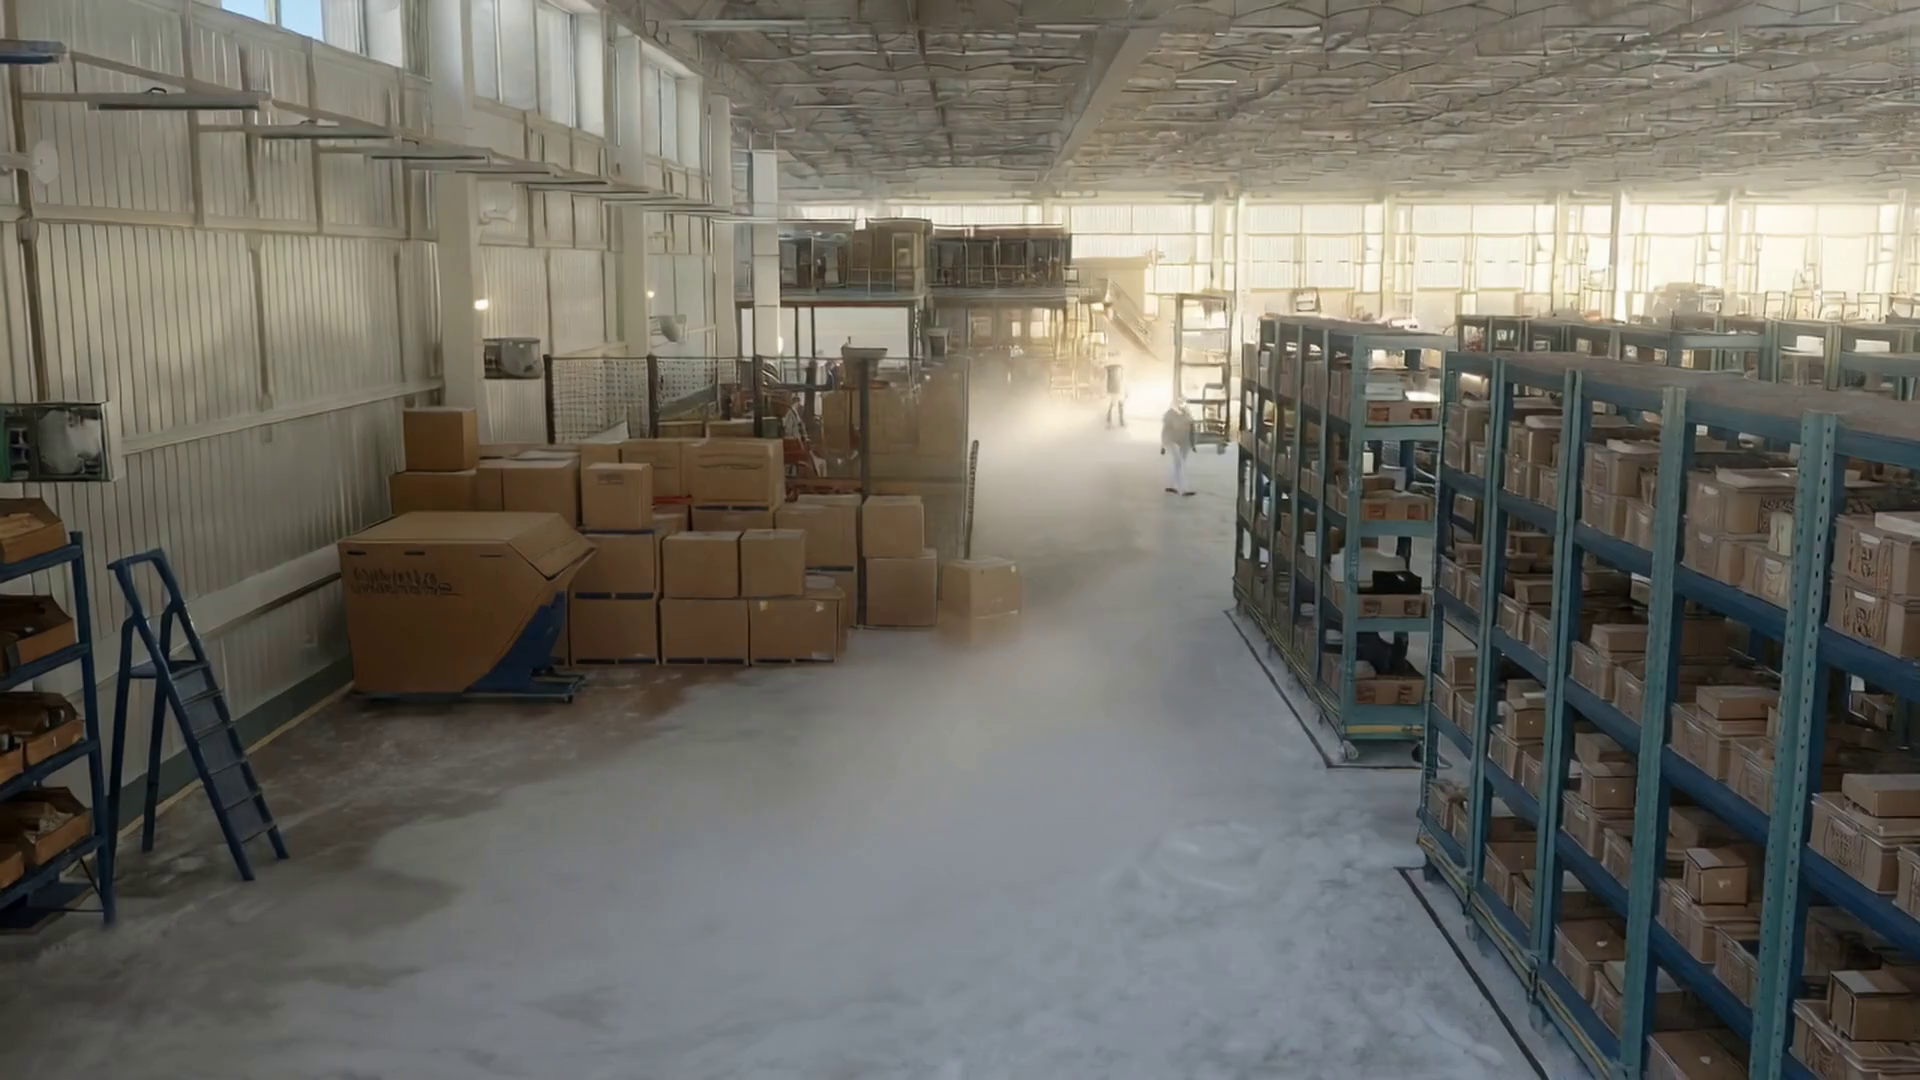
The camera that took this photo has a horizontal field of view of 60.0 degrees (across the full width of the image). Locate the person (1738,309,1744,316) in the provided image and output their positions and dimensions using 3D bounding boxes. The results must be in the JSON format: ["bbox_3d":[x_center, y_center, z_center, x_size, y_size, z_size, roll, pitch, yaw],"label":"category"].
[{"bbox_3d":[44.252,-12.131,94.292,0.546,1.939,0.375,-2,9,-12],"label":"person"}]

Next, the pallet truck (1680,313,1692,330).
[{"bbox_3d":[36.315,-10.531,84.244,0.823,1.965,1.885,-6,11,-33],"label":"pallet truck"}]

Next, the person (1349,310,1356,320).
[{"bbox_3d":[21.675,-11.827,92.449,0.794,1.920,0.633,7,12,38],"label":"person"}]

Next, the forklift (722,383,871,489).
[{"bbox_3d":[-2.893,-1.687,28.729,2.680,1.987,1.157,0,9,-1],"label":"forklift"}]

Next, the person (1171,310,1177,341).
[{"bbox_3d":[12.506,-12.437,96.532,0.547,1.822,0.637,-6,11,-34],"label":"person"}]

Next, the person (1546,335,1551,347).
[{"bbox_3d":[22.005,-6.927,62.254,0.713,1.911,0.587,-1,9,-8],"label":"person"}]

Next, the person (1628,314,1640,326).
[{"bbox_3d":[34.504,-10.637,85.212,0.716,1.902,0.371,-1,9,-6],"label":"person"}]

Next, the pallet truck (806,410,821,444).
[{"bbox_3d":[-3.559,-2.018,33.905,1.522,1.261,0.704,0,9,-1],"label":"pallet truck"}]

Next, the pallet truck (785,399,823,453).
[{"bbox_3d":[-3.814,-2.432,36.419,1.630,1.274,0.653,0,9,1],"label":"pallet truck"}]

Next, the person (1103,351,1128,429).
[{"bbox_3d":[4.079,-3.906,43.322,0.644,2.009,0.909,7,11,35],"label":"person"}]

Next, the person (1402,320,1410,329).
[{"bbox_3d":[20.550,-9.198,76.568,0.984,1.818,0.578,-5,11,-29],"label":"person"}]

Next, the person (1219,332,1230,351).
[{"bbox_3d":[11.260,-8.227,70.164,0.535,1.947,0.645,9,13,43],"label":"person"}]

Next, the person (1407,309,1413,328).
[{"bbox_3d":[25.591,-12.173,94.624,0.397,1.919,0.585,5,11,30],"label":"person"}]

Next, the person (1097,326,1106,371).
[{"bbox_3d":[5.778,-7.795,67.880,0.345,1.839,0.501,-4,10,-23],"label":"person"}]

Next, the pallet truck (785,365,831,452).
[{"bbox_3d":[-3.774,-2.976,37.635,1.885,1.965,0.823,1,9,5],"label":"pallet truck"}]

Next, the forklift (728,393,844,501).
[{"bbox_3d":[-2.979,-1.316,26.476,2.680,1.987,1.157,0,9,1],"label":"forklift"}]

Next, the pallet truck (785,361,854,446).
[{"bbox_3d":[-3.410,-3.193,38.978,1.885,1.965,0.823,0,9,-1],"label":"pallet truck"}]

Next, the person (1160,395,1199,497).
[{"bbox_3d":[4.033,-1.731,30.398,0.688,1.852,1.003,-6,11,-32],"label":"person"}]

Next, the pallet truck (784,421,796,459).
[{"bbox_3d":[-4.013,-1.793,32.705,1.601,1.201,0.680,0,9,1],"label":"pallet truck"}]
